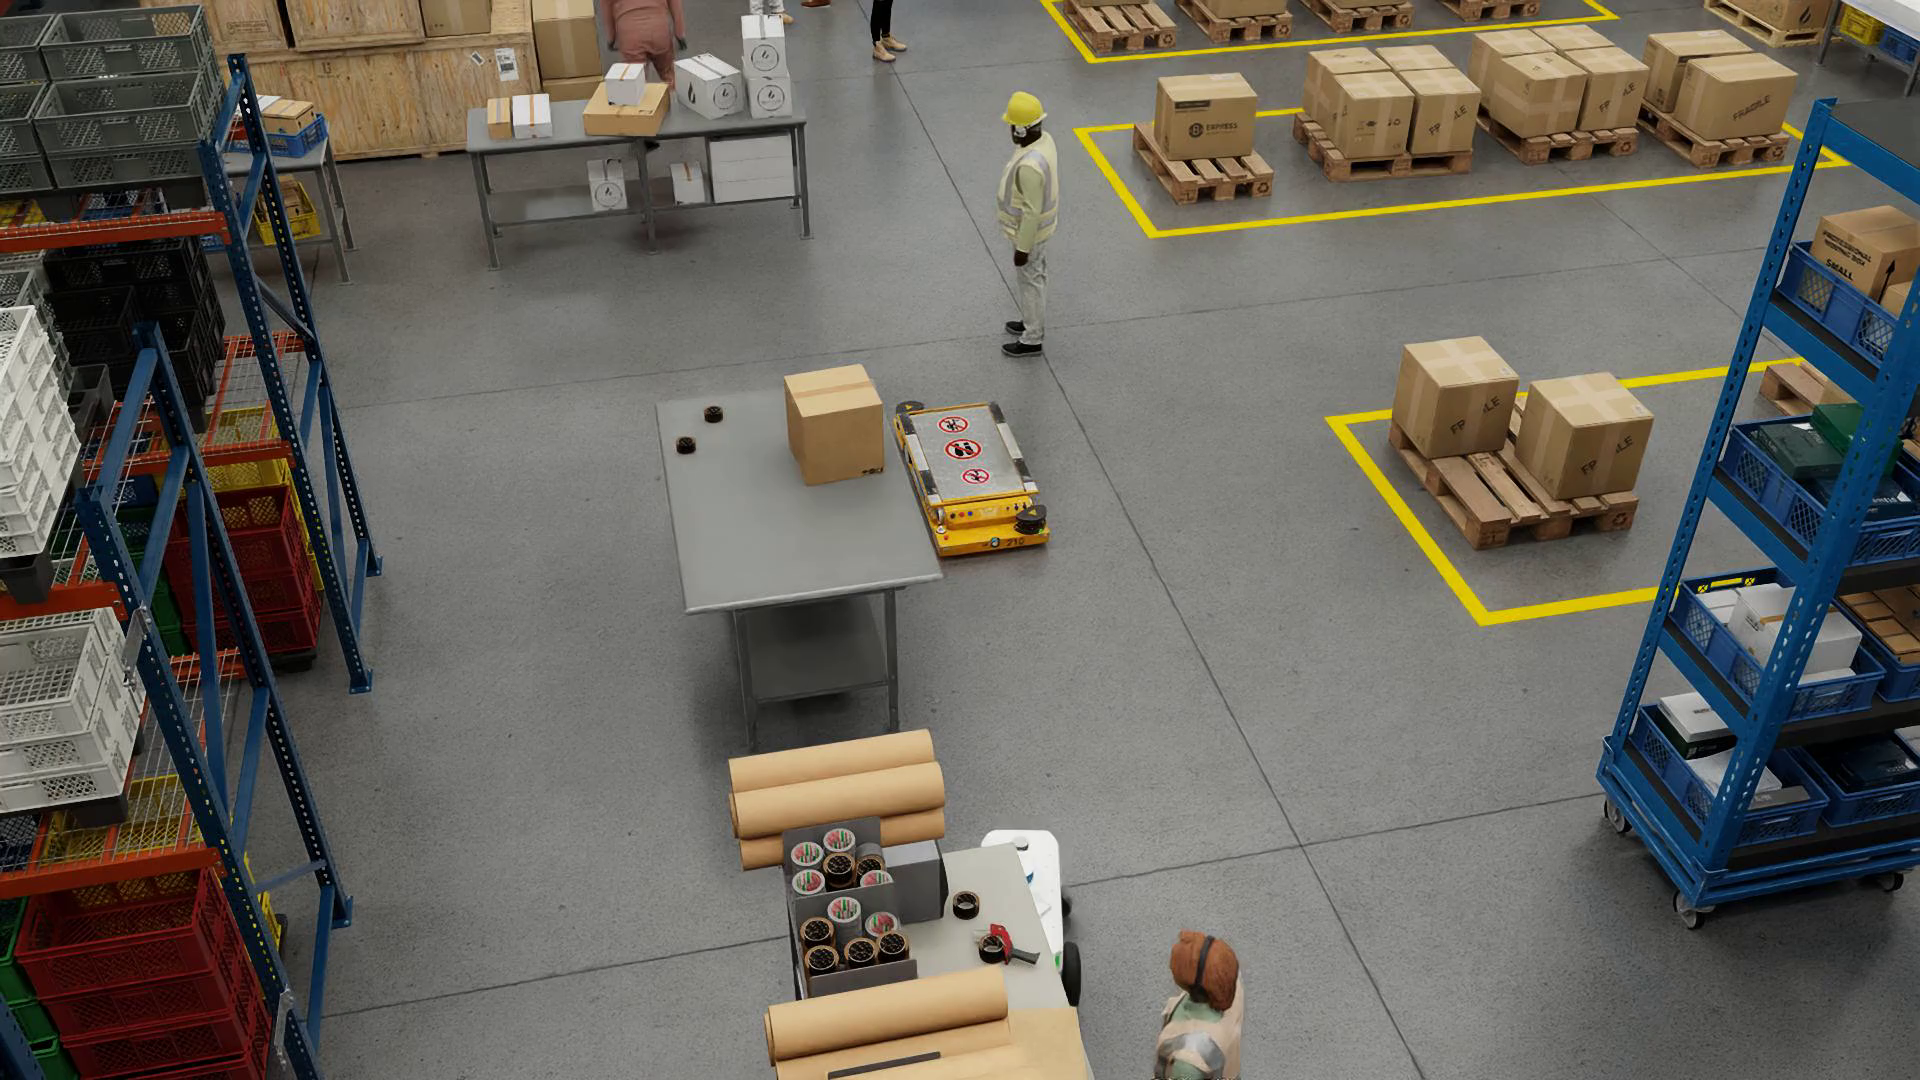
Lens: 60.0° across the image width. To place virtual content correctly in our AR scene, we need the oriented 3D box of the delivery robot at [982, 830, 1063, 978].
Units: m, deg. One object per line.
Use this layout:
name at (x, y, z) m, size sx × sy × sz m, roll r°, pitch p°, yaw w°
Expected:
delivery robot at (0.260, 1.562, 7.119) m, size 0.477 × 0.478 × 0.707 m, roll 0°, pitch 37°, yaw 1°

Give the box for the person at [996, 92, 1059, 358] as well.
person at (0.442, -2.080, 11.033) m, size 0.404 × 1.825 × 0.592 m, roll 6°, pitch 37°, yaw 8°

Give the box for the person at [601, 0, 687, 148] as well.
person at (-2.614, -4.201, 13.859) m, size 0.674 × 1.868 × 0.659 m, roll -11°, pitch 38°, yaw -15°

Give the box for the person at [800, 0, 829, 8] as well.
person at (-1.480, -6.320, 16.711) m, size 0.345 × 1.856 × 0.519 m, roll 0°, pitch 37°, yaw 0°

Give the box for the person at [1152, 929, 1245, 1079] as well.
person at (0.813, 1.950, 5.778) m, size 0.315 × 1.633 × 0.517 m, roll 14°, pitch 39°, yaw 18°

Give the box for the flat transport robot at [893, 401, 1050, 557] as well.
flat transport robot at (0.046, -0.430, 10.108) m, size 0.652 × 0.197 × 1.431 m, roll -8°, pitch 37°, yaw -10°

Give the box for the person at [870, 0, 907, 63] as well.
person at (-0.696, -5.362, 15.550) m, size 0.318 × 1.697 × 0.535 m, roll 13°, pitch 38°, yaw 16°

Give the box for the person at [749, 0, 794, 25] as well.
person at (-1.885, -5.891, 16.154) m, size 0.432 × 1.836 × 0.618 m, roll 22°, pitch 42°, yaw 27°
